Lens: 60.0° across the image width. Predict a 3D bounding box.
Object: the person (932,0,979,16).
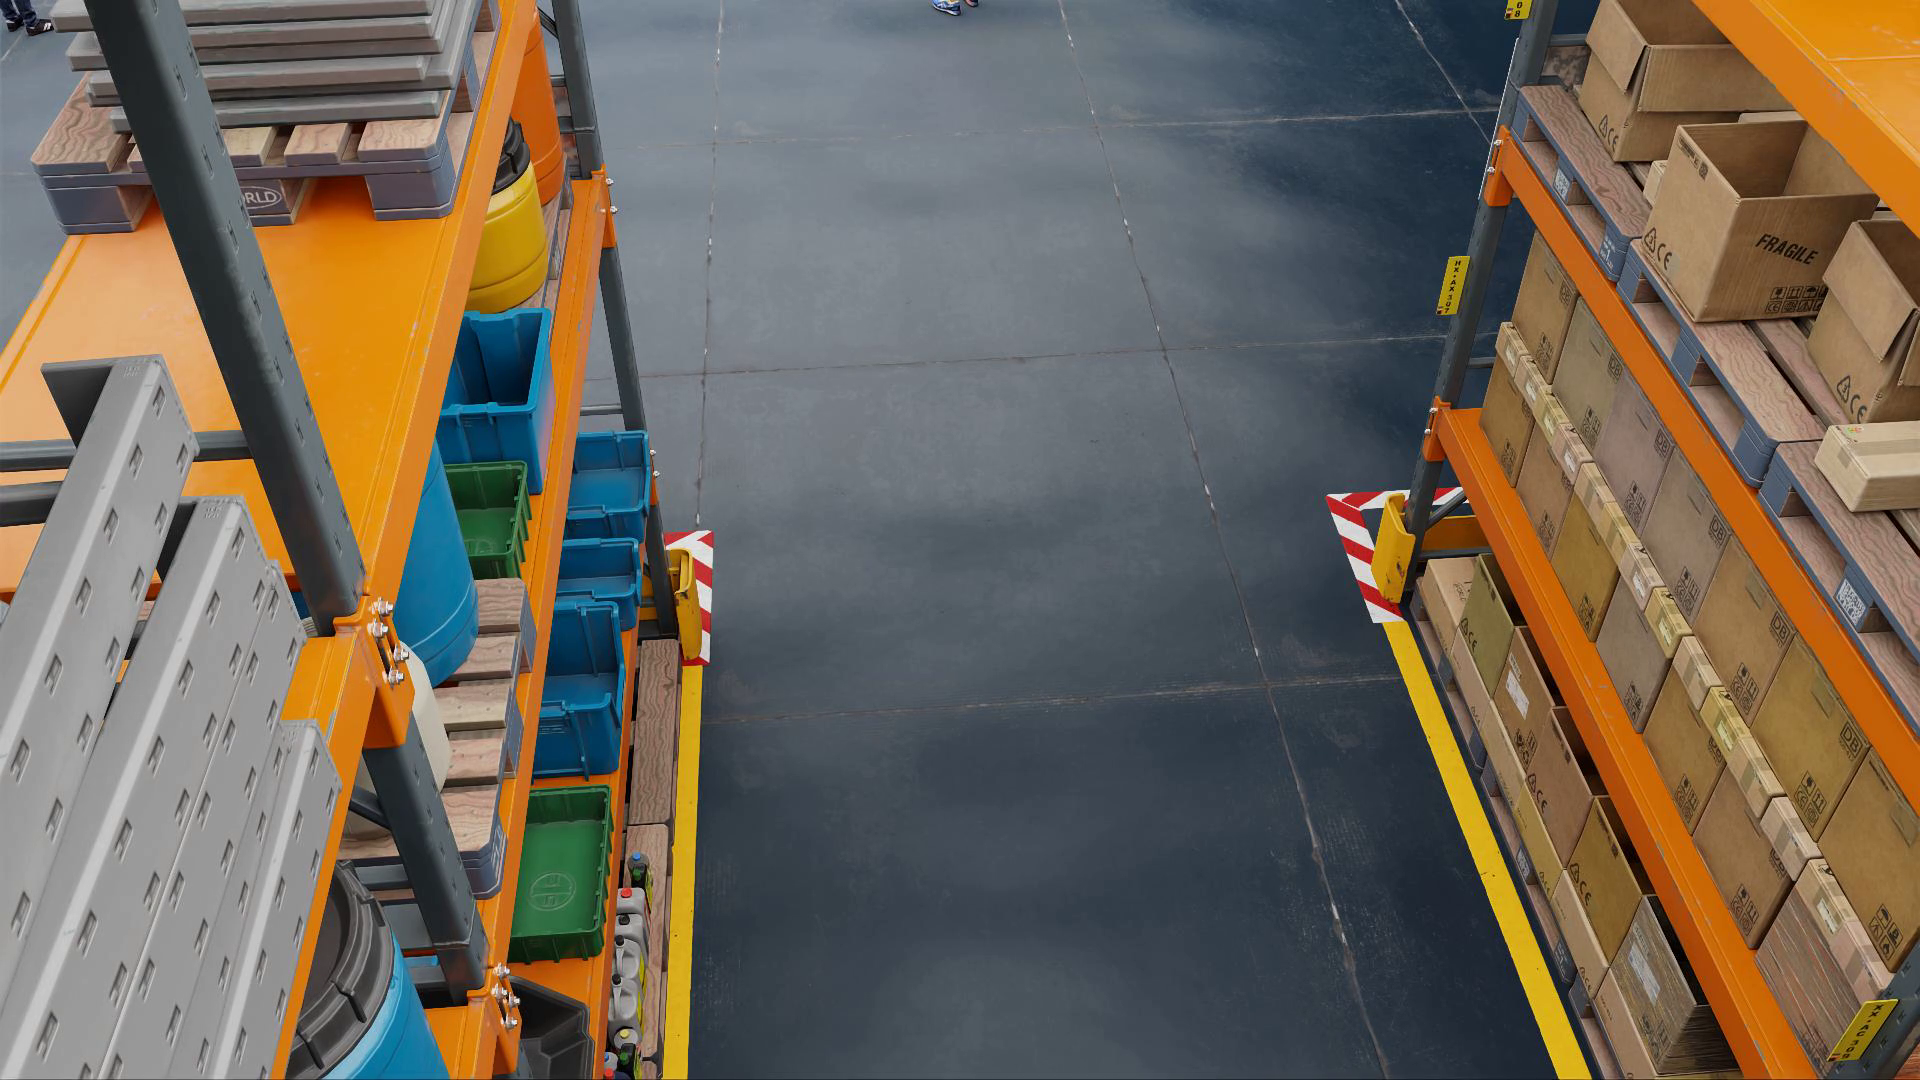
[{"bbox_3d":[-0.016,-5.412,14.095,0.708,1.868,0.743,-30,50,-29],"label":"person"}]
